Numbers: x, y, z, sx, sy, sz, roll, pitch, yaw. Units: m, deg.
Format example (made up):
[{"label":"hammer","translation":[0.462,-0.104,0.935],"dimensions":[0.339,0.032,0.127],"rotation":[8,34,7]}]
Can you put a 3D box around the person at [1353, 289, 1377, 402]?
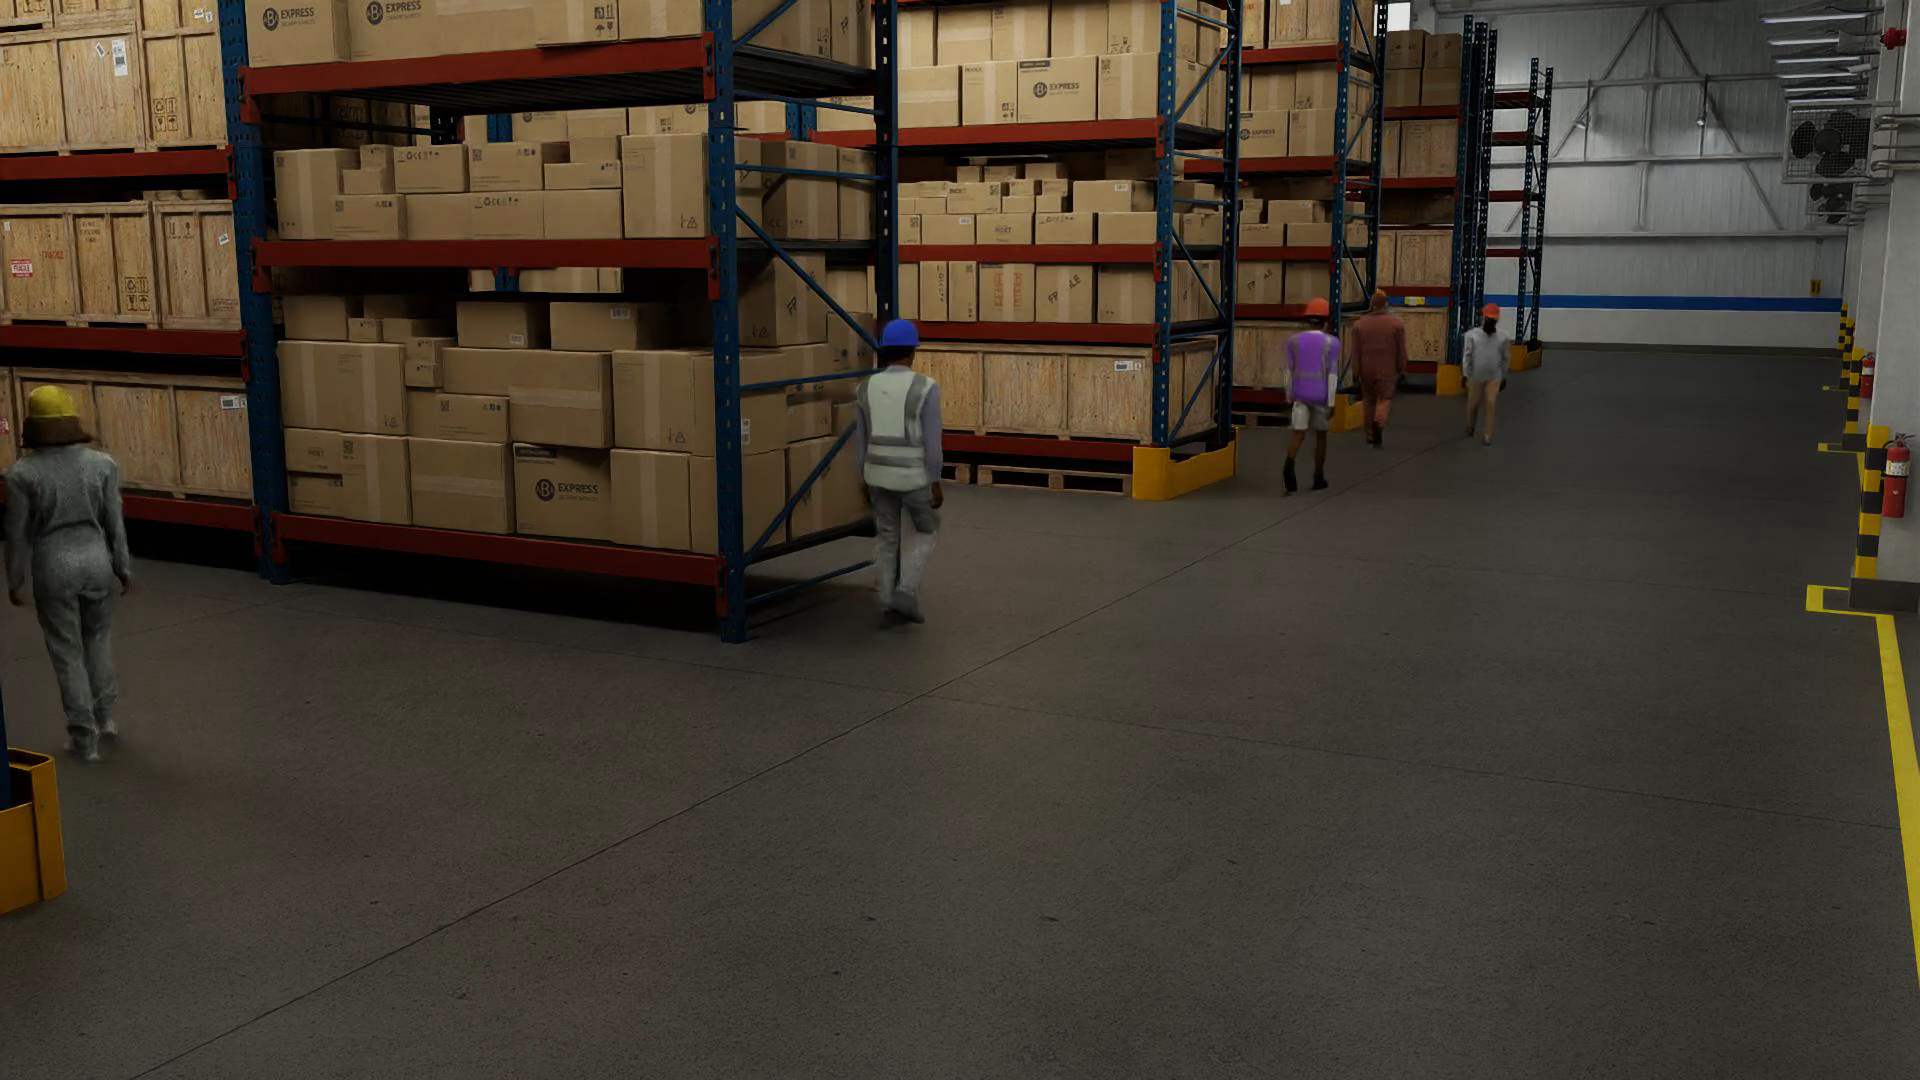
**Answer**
[{"label":"person","translation":[6.062,-2.838,24.801],"dimensions":[0.621,1.792,0.873],"rotation":[-4,11,-22]}]

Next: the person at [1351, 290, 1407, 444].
[{"label":"person","translation":[5.044,-2.068,20.092],"dimensions":[0.654,1.885,0.709],"rotation":[5,11,26]}]

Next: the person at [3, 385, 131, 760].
[{"label":"person","translation":[-4.151,0.147,7.720],"dimensions":[0.528,1.725,0.503],"rotation":[9,13,43]}]

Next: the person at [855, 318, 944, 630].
[{"label":"person","translation":[-0.364,-0.399,10.300],"dimensions":[0.630,1.925,0.442],"rotation":[5,11,28]}]

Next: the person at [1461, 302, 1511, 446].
[{"label":"person","translation":[6.405,-2.027,20.270],"dimensions":[0.575,1.736,0.490],"rotation":[2,10,13]}]

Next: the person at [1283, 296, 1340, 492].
[{"label":"person","translation":[3.392,-1.403,16.172],"dimensions":[0.545,1.918,0.815],"rotation":[6,11,31]}]
